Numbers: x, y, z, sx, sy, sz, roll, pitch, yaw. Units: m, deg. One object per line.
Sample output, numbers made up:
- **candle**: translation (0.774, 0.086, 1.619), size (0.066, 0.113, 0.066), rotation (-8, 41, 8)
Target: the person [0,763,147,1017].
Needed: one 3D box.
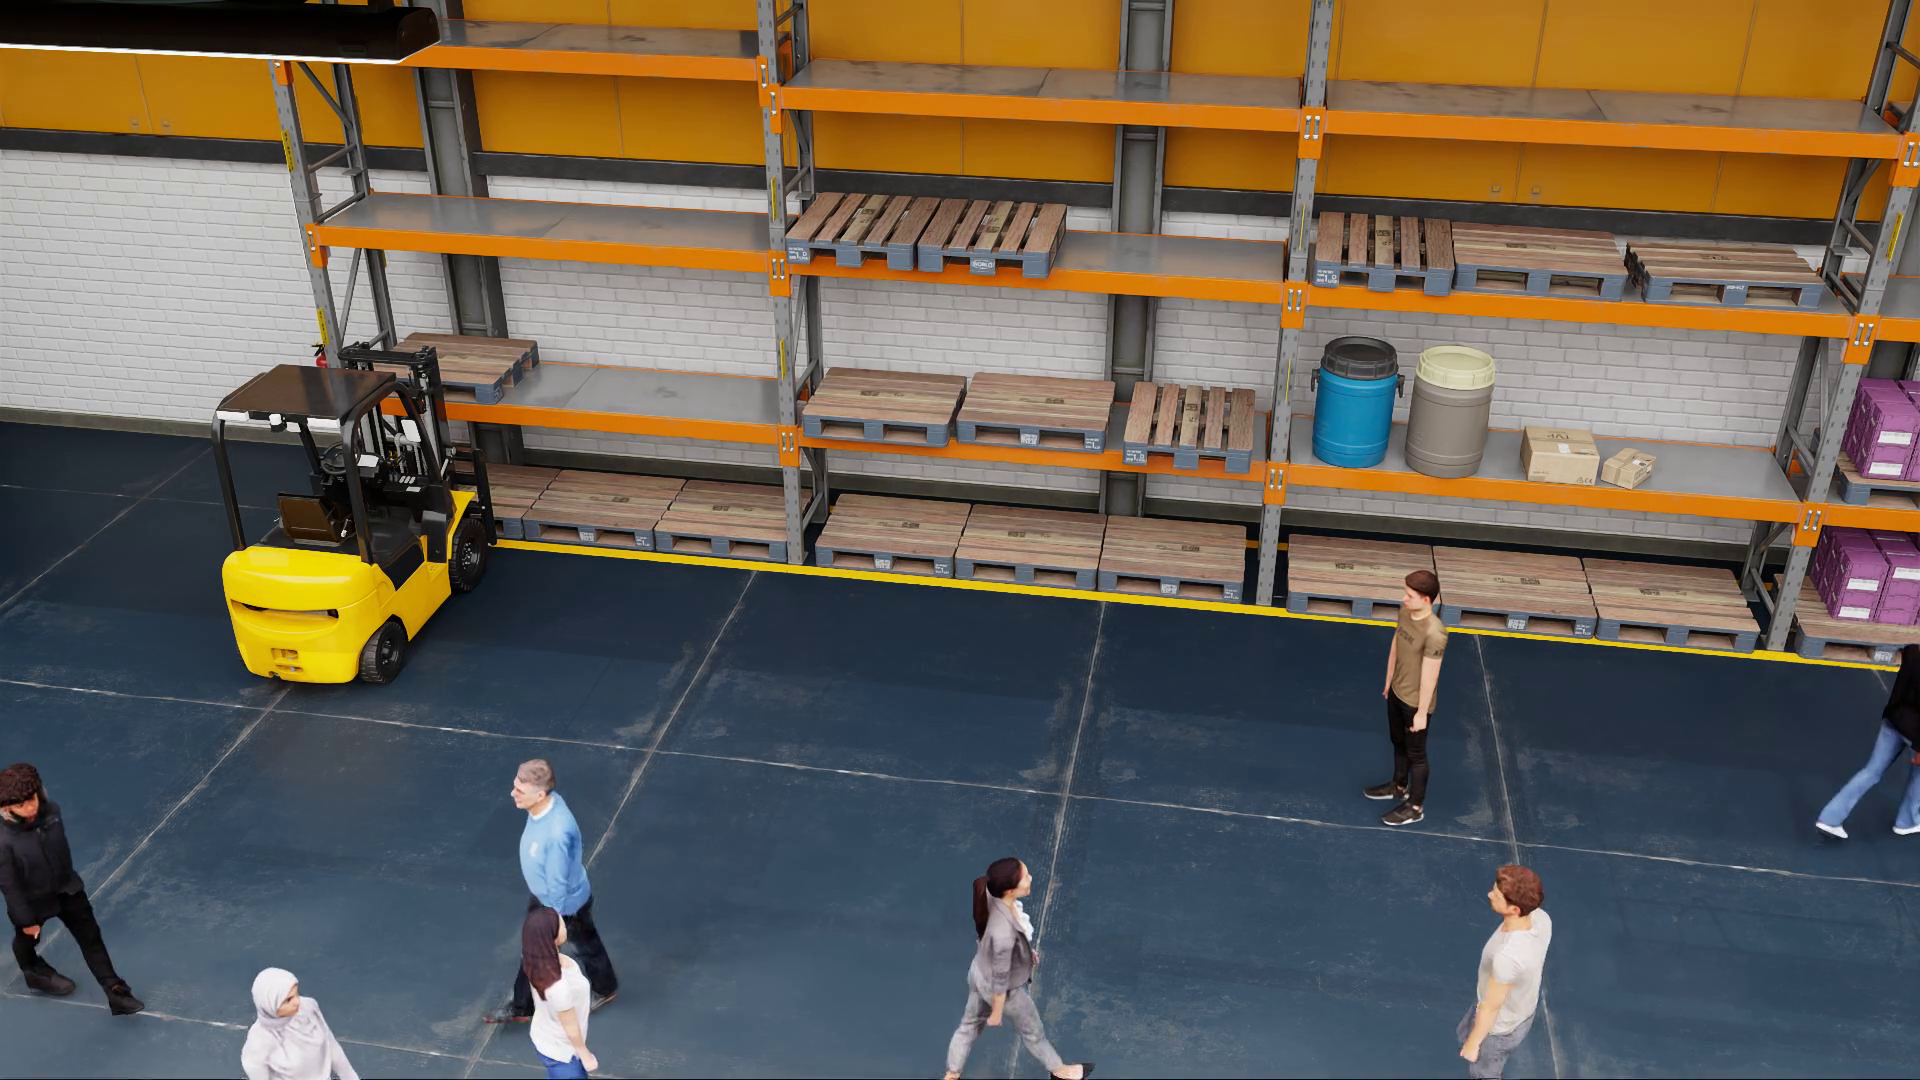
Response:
- **person**: translation (-5.222, 1.962, 9.379), size (1.220, 1.713, 0.837), rotation (11, 31, 20)

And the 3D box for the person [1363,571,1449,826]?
- **person**: translation (2.996, 1.019, 10.965), size (0.713, 1.850, 0.738), rotation (-7, 29, -13)

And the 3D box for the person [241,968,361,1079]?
- **person**: translation (-3.197, 2.723, 7.933), size (0.948, 1.761, 0.739), rotation (11, 30, 19)

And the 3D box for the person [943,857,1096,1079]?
- **person**: translation (0.118, 2.360, 8.741), size (1.184, 1.625, 0.917), rotation (-7, 29, -12)

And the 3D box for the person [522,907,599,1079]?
- **person**: translation (-2.016, 2.542, 8.350), size (0.722, 1.680, 0.667), rotation (-17, 33, -28)

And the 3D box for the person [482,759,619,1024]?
- **person**: translation (-2.162, 1.945, 9.330), size (1.127, 1.791, 1.063), rotation (-18, 33, -30)

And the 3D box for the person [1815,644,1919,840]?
- **person**: translation (6.024, 1.241, 10.698), size (1.208, 1.715, 0.911), rotation (-6, 29, -12)

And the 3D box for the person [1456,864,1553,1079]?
- **person**: translation (2.801, 2.428, 8.353), size (0.795, 1.878, 0.789), rotation (18, 33, 29)
